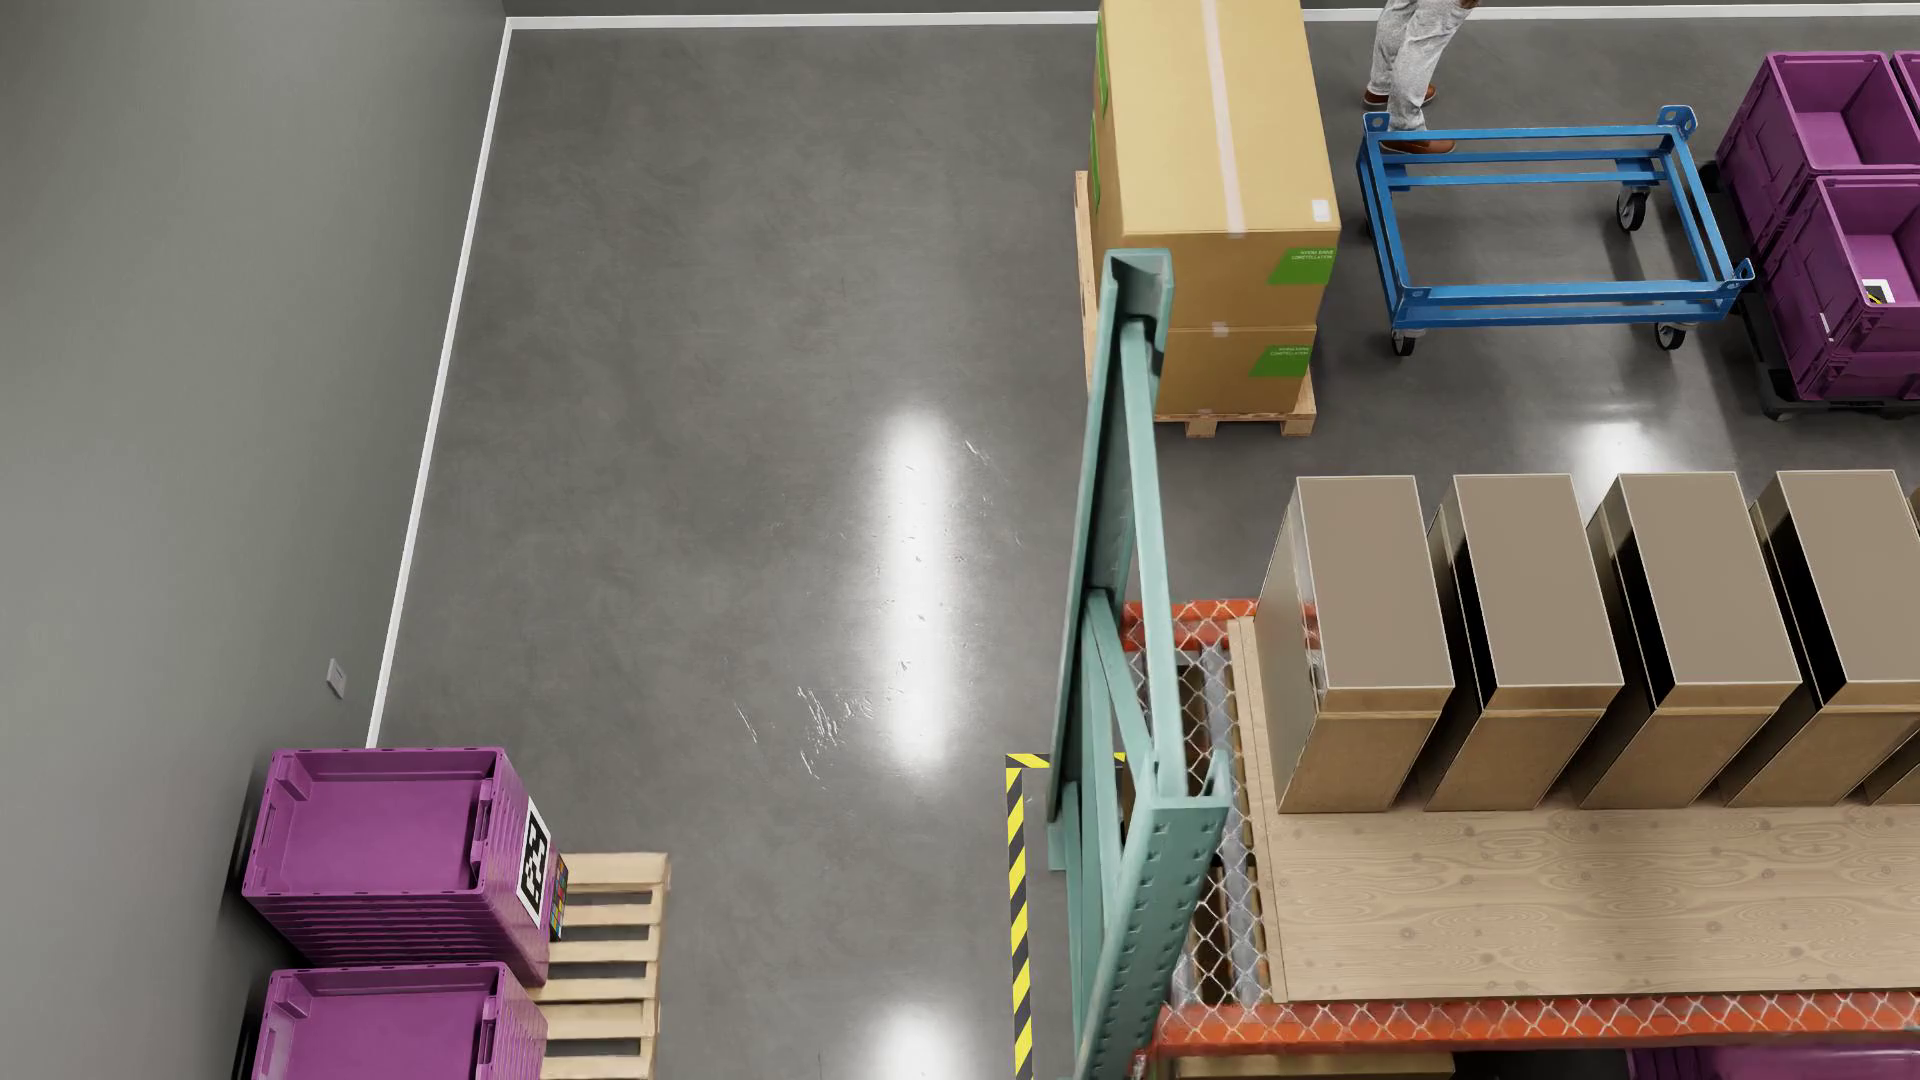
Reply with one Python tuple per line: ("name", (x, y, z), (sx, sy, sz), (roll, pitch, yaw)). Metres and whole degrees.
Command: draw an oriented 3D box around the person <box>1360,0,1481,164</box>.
("person", (1.822, -2.245, 6.079), (0.370, 1.941, 0.627), (-2, 58, -1))
